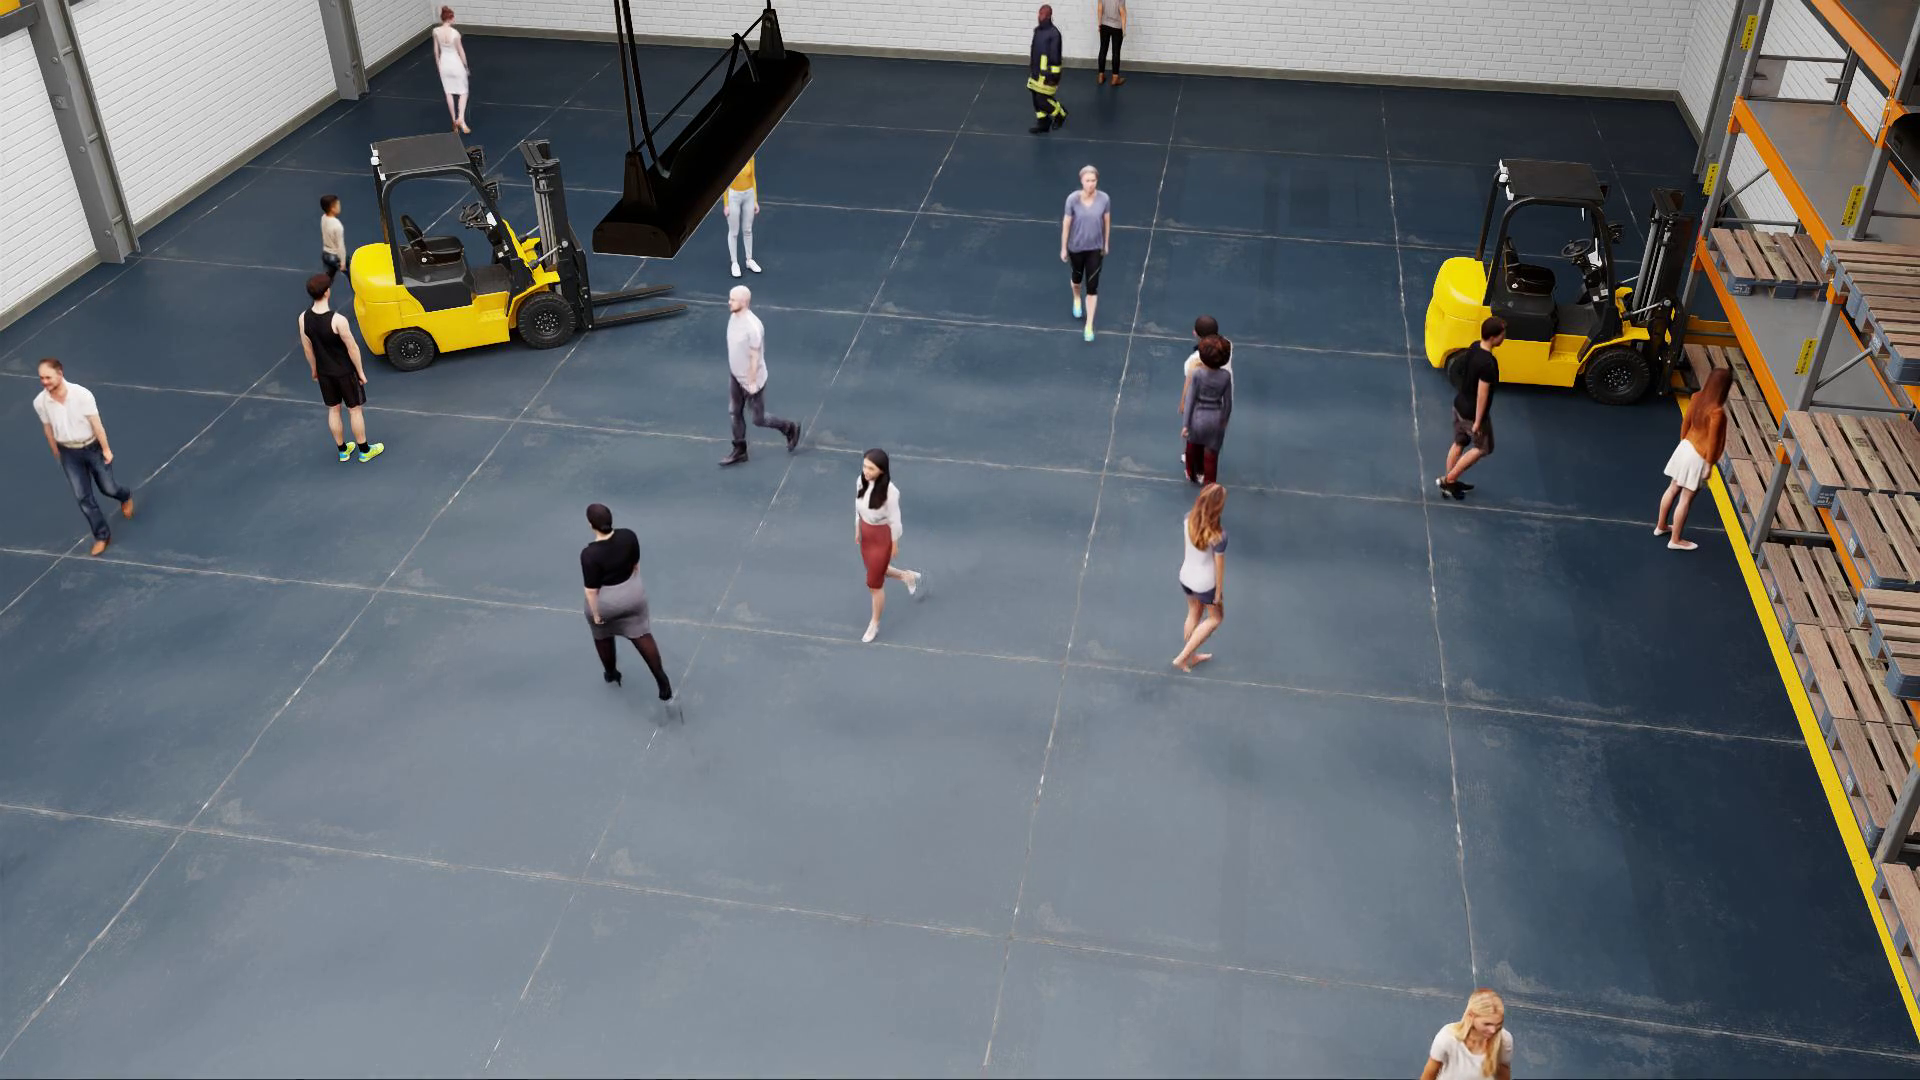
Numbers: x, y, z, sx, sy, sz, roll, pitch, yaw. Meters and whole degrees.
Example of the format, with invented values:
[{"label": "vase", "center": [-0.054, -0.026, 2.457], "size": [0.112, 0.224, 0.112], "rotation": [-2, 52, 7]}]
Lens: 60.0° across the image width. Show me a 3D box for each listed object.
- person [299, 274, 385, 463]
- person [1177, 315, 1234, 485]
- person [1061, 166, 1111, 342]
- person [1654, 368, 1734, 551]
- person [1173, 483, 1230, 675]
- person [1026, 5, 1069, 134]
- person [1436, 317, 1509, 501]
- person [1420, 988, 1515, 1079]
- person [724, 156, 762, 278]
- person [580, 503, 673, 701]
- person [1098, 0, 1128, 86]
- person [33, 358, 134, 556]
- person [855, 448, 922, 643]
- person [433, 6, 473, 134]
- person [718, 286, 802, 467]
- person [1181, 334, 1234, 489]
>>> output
[{"label": "person", "center": [-5.885, -1.606, 15.688], "size": [0.684, 1.890, 0.545], "rotation": [5, 34, 7]}, {"label": "person", "center": [2.298, -1.283, 15.396], "size": [0.847, 1.675, 0.912], "rotation": [-28, 42, -35]}, {"label": "person", "center": [1.351, -3.182, 18.101], "size": [0.827, 1.843, 1.282], "rotation": [0, 34, 0]}, {"label": "person", "center": [6.399, -0.727, 14.517], "size": [0.745, 1.722, 0.619], "rotation": [-6, 34, -8]}, {"label": "person", "center": [1.810, 0.336, 12.919], "size": [0.851, 1.720, 0.788], "rotation": [-22, 40, -30]}, {"label": "person", "center": [1.253, -6.586, 23.253], "size": [1.057, 1.808, 1.009], "rotation": [-18, 38, -25]}, {"label": "person", "center": [4.567, -1.186, 15.095], "size": [0.842, 1.846, 0.743], "rotation": [-6, 34, -9]}, {"label": "person", "center": [2.610, 2.973, 8.883], "size": [0.775, 1.796, 0.912], "rotation": [-3, 34, -4]}, {"label": "person", "center": [-2.557, -3.944, 19.331], "size": [0.691, 1.751, 0.730], "rotation": [-15, 36, -21]}, {"label": "person", "center": [-2.550, 0.510, 12.646], "size": [1.087, 1.733, 1.120], "rotation": [-24, 41, -32]}, {"label": "person", "center": [2.283, -7.761, 25.102], "size": [0.670, 1.718, 0.635], "rotation": [17, 37, 24]}, {"label": "person", "center": [-7.628, -0.817, 14.550], "size": [0.842, 1.836, 1.070], "rotation": [-3, 34, -4]}, {"label": "person", "center": [-0.618, -0.003, 13.417], "size": [0.906, 1.734, 1.036], "rotation": [28, 43, 35]}, {"label": "person", "center": [-7.133, -6.565, 23.244], "size": [0.619, 1.785, 0.572], "rotation": [-4, 34, -5]}, {"label": "person", "center": [-1.910, -1.543, 15.666], "size": [1.158, 1.810, 1.106], "rotation": [-20, 38, -27]}, {"label": "person", "center": [2.215, -0.966, 14.922], "size": [0.719, 1.672, 1.127], "rotation": [0, 34, 0]}]
